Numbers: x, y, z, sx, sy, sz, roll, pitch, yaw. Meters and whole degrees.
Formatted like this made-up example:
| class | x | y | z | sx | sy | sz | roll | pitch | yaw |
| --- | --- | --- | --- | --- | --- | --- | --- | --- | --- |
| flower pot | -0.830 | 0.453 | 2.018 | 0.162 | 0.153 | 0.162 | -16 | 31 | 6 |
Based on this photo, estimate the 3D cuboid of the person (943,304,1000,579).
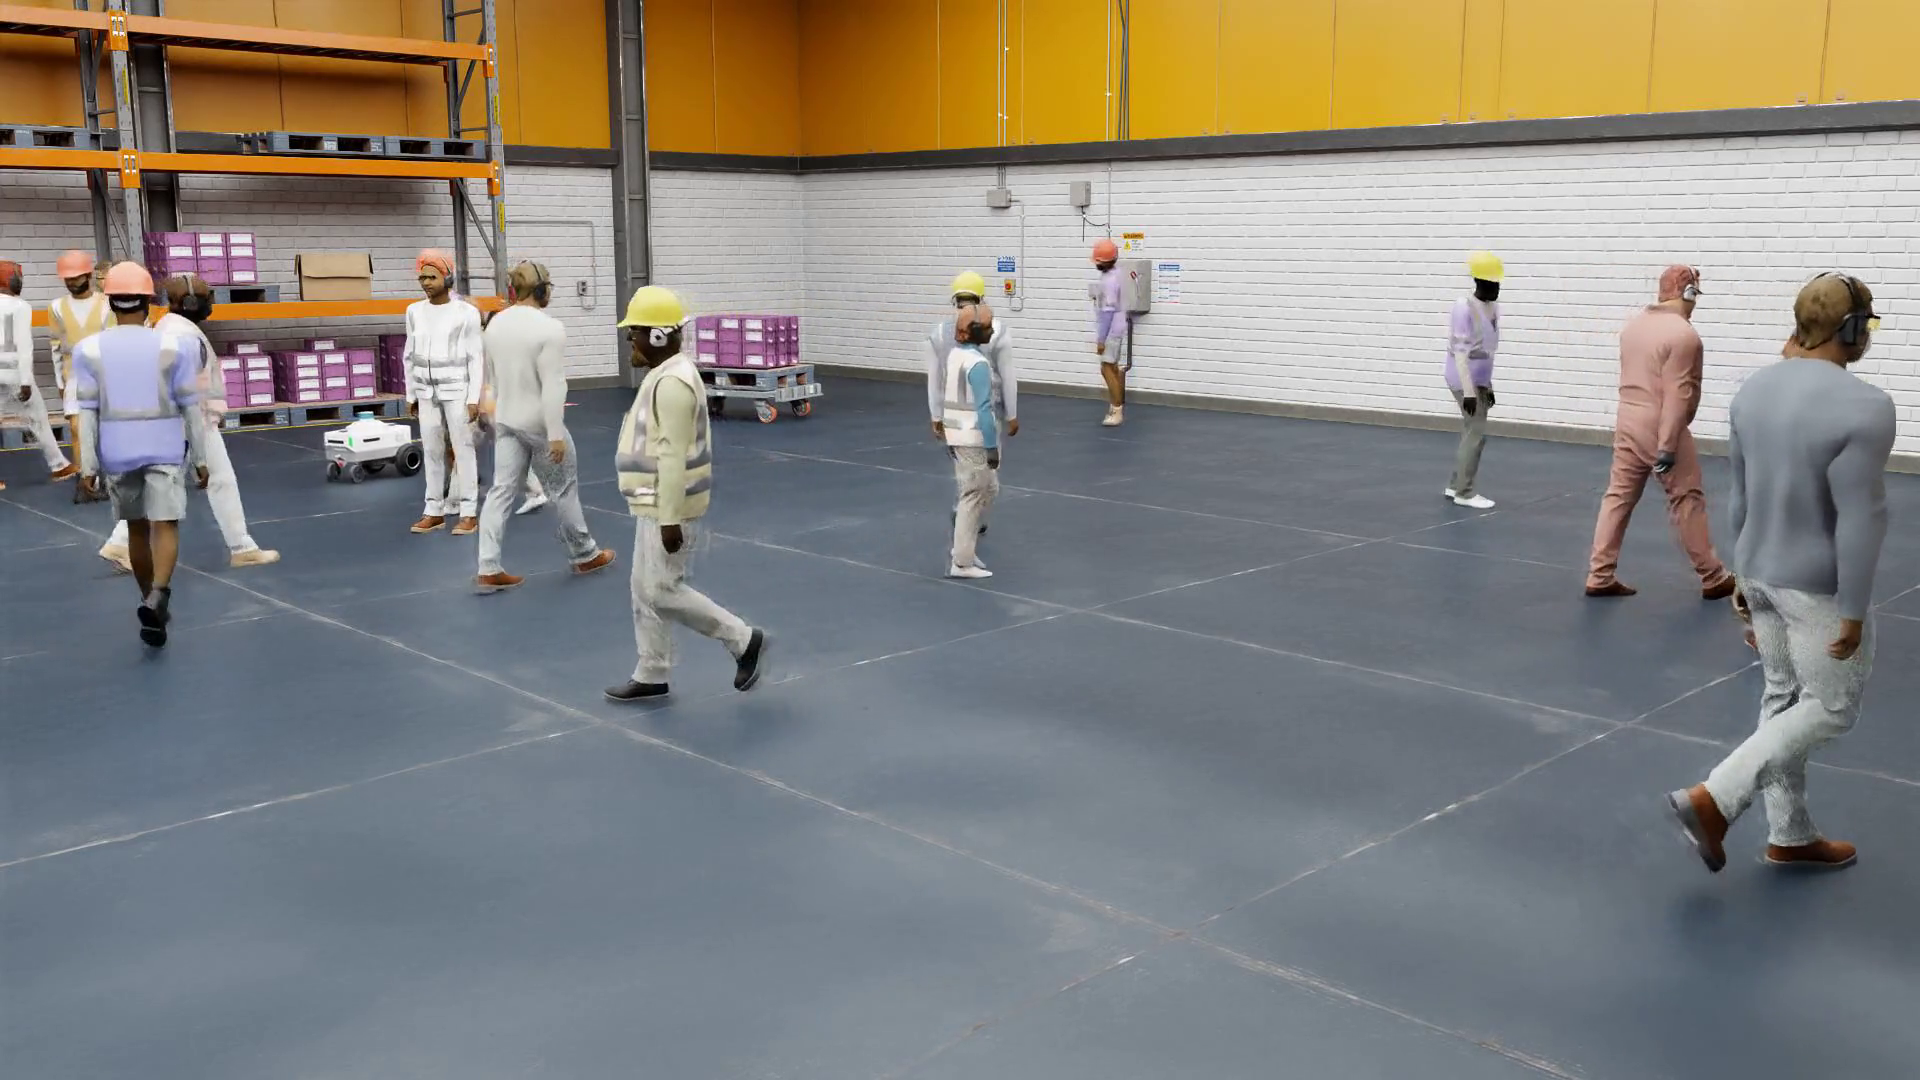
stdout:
| class | x | y | z | sx | sy | sz | roll | pitch | yaw |
| --- | --- | --- | --- | --- | --- | --- | --- | --- | --- |
| person | 0.101 | -0.568 | 9.784 | 0.405 | 1.619 | 0.539 | -3 | 11 | -17 |

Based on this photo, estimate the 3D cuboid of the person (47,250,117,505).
| class | x | y | z | sx | sy | sz | roll | pitch | yaw |
| --- | --- | --- | --- | --- | --- | --- | --- | --- | --- |
| person | -6.573 | -1.217 | 12.554 | 0.536 | 1.901 | 0.667 | -3 | 11 | -16 |

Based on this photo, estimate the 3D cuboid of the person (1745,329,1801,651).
| class | x | y | z | sx | sy | sz | roll | pitch | yaw |
| --- | --- | --- | --- | --- | --- | --- | --- | --- | --- |
| person | 4.082 | -0.265 | 8.099 | 0.508 | 1.631 | 0.270 | -3 | 11 | -16 |

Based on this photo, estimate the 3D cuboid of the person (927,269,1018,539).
| class | x | y | z | sx | sy | sz | roll | pitch | yaw |
| --- | --- | --- | --- | --- | --- | --- | --- | --- | --- |
| person | 0.061 | -0.853 | 10.825 | 0.596 | 1.810 | 0.751 | 5 | 11 | 25 |

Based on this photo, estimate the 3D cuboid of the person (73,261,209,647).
| class | x | y | z | sx | sy | sz | roll | pitch | yaw |
| --- | --- | --- | --- | --- | --- | --- | --- | --- | --- |
| person | -4.053 | -0.420 | 8.246 | 0.564 | 1.907 | 0.881 | -3 | 11 | -18 |

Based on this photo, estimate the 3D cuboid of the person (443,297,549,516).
| class | x | y | z | sx | sy | sz | roll | pitch | yaw |
| --- | --- | --- | --- | --- | --- | --- | --- | --- | --- |
| person | -3.406 | -0.949 | 11.957 | 0.864 | 1.593 | 0.514 | 0 | 10 | -1 |

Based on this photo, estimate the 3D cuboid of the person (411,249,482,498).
| class | x | y | z | sx | sy | sz | roll | pitch | yaw |
| --- | --- | --- | --- | --- | --- | --- | --- | --- | --- |
| person | -3.975 | -1.254 | 12.730 | 0.400 | 1.923 | 0.546 | -8 | 13 | -36 |

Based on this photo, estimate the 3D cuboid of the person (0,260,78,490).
| class | x | y | z | sx | sy | sz | roll | pitch | yaw |
| --- | --- | --- | --- | --- | --- | --- | --- | --- | --- |
| person | -7.617 | -1.323 | 13.370 | 0.596 | 1.823 | 1.032 | 3 | 11 | 18 |

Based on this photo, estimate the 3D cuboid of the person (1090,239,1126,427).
| class | x | y | z | sx | sy | sz | roll | pitch | yaw |
| --- | --- | --- | --- | --- | --- | --- | --- | --- | --- |
| person | 1.583 | -2.214 | 17.798 | 0.391 | 1.992 | 0.751 | 1 | 10 | 7 |

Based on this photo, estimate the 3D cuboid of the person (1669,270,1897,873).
| class | x | y | z | sx | sy | sz | roll | pitch | yaw |
| --- | --- | --- | --- | --- | --- | --- | --- | --- | --- |
| person | 2.543 | 0.137 | 5.135 | 0.689 | 1.921 | 0.633 | -3 | 11 | -14 |

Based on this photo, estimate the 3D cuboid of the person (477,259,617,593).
| class | x | y | z | sx | sy | sz | roll | pitch | yaw |
| --- | --- | --- | --- | --- | --- | --- | --- | --- | --- |
| person | -2.444 | -0.661 | 9.584 | 0.647 | 1.885 | 1.009 | 7 | 12 | 32 |

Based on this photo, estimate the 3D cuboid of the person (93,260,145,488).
| class | x | y | z | sx | sy | sz | roll | pitch | yaw |
| --- | --- | --- | --- | --- | --- | --- | --- | --- | --- |
| person | -6.807 | -1.324 | 13.353 | 0.769 | 1.816 | 0.554 | -6 | 12 | -32 |

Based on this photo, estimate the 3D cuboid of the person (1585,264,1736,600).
| class | x | y | z | sx | sy | sz | roll | pitch | yaw |
| --- | --- | --- | --- | --- | --- | --- | --- | --- | --- |
| person | 3.961 | -0.584 | 9.236 | 0.929 | 1.857 | 0.637 | -2 | 11 | -12 |

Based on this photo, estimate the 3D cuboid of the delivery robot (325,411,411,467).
| class | x | y | z | sx | sy | sz | roll | pitch | yaw |
| --- | --- | --- | --- | --- | --- | --- | --- | --- | --- |
| delivery robot | -4.926 | -0.827 | 13.854 | 0.477 | 0.478 | 0.707 | 5 | 12 | 27 |

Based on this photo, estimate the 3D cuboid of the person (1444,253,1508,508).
| class | x | y | z | sx | sy | sz | roll | pitch | yaw |
| --- | --- | --- | --- | --- | --- | --- | --- | --- | --- |
| person | 3.826 | -1.177 | 12.381 | 0.513 | 1.882 | 0.592 | 8 | 13 | 38 |

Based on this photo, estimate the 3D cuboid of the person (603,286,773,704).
| class | x | y | z | sx | sy | sz | roll | pitch | yaw |
| --- | --- | --- | --- | --- | --- | --- | --- | --- | --- |
| person | -1.195 | -0.174 | 7.114 | 0.654 | 1.810 | 0.602 | -3 | 11 | -13 |

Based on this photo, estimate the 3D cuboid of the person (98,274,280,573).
| class | x | y | z | sx | sy | sz | roll | pitch | yaw |
| --- | --- | --- | --- | --- | --- | --- | --- | --- | --- |
| person | -4.699 | -0.688 | 9.972 | 0.968 | 1.803 | 0.629 | -8 | 13 | -37 |

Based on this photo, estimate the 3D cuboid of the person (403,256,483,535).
| class | x | y | z | sx | sy | sz | roll | pitch | yaw |
| --- | --- | --- | --- | --- | --- | --- | --- | --- | --- |
| person | -3.509 | -0.973 | 11.285 | 0.576 | 1.882 | 0.355 | 2 | 11 | 13 |
